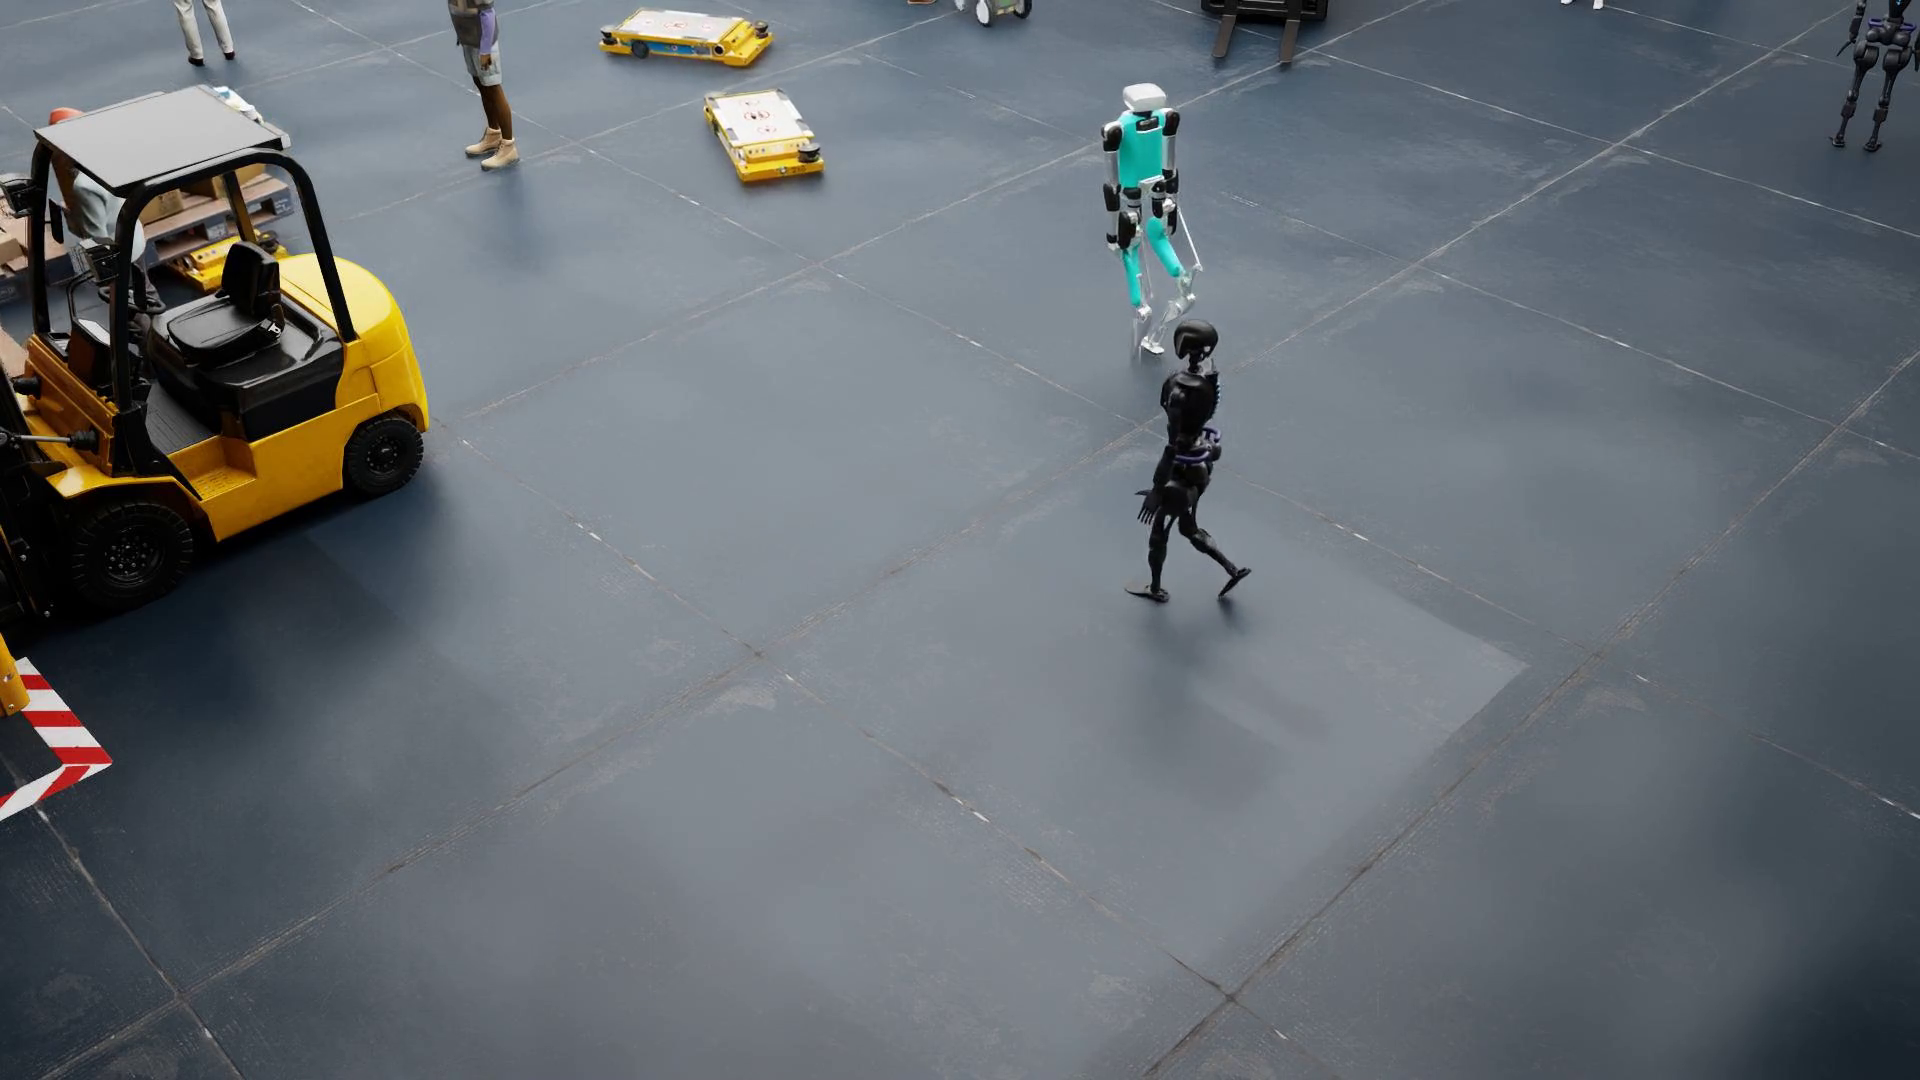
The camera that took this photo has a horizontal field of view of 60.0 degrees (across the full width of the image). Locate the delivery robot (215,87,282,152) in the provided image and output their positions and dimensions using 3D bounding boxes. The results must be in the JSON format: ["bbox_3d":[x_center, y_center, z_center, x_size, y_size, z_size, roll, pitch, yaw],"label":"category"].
[{"bbox_3d":[-5.759,-3.279,13.141,0.499,0.587,0.767,-25,43,-30],"label":"delivery robot"}]

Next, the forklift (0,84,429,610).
[{"bbox_3d":[-4.145,-1.093,8.856,2.313,2.155,1.214,-31,47,-34],"label":"forklift"}]

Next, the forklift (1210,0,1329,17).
[{"bbox_3d":[3.106,-6.400,15.960,1.214,2.155,2.313,8,37,10],"label":"forklift"}]

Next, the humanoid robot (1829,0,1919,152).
[{"bbox_3d":[7.237,-3.896,13.023,0.599,1.657,0.315,17,40,22],"label":"humanoid robot"}]

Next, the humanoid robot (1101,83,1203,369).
[{"bbox_3d":[1.219,-1.816,10.300,0.540,1.897,0.726,-19,41,-24],"label":"humanoid robot"}]

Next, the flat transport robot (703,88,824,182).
[{"bbox_3d":[-1.602,-3.287,13.397,0.659,0.231,1.431,-12,38,-15],"label":"flat transport robot"}]

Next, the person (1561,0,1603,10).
[{"bbox_3d":[6.088,-5.862,15.695,0.512,1.641,0.311,20,41,25],"label":"person"}]

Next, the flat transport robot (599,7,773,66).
[{"bbox_3d":[-2.493,-4.571,15.116,1.431,0.231,0.659,9,38,12],"label":"flat transport robot"}]

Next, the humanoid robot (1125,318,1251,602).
[{"bbox_3d":[1.174,-0.337,8.288,0.618,1.641,0.596,16,40,21],"label":"humanoid robot"}]

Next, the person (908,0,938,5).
[{"bbox_3d":[-0.408,-6.064,15.732,0.368,1.931,0.628,-13,39,-16],"label":"person"}]

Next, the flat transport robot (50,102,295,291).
[{"bbox_3d":[-5.528,-2.186,11.923,1.431,0.231,0.659,27,44,31],"label":"flat transport robot"}]

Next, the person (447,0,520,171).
[{"bbox_3d":[-3.704,-3.837,12.652,0.376,2.045,0.605,-21,41,-25],"label":"person"}]

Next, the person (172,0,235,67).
[{"bbox_3d":[-6.754,-5.028,14.463,0.538,1.783,0.386,-21,42,-26],"label":"person"}]

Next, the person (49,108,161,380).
[{"bbox_3d":[-5.187,-1.803,10.179,0.351,1.742,0.572,-3,37,-4],"label":"person"}]

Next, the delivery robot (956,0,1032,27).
[{"bbox_3d":[0.292,-5.215,15.753,0.499,0.613,0.816,-22,42,-27],"label":"delivery robot"}]
